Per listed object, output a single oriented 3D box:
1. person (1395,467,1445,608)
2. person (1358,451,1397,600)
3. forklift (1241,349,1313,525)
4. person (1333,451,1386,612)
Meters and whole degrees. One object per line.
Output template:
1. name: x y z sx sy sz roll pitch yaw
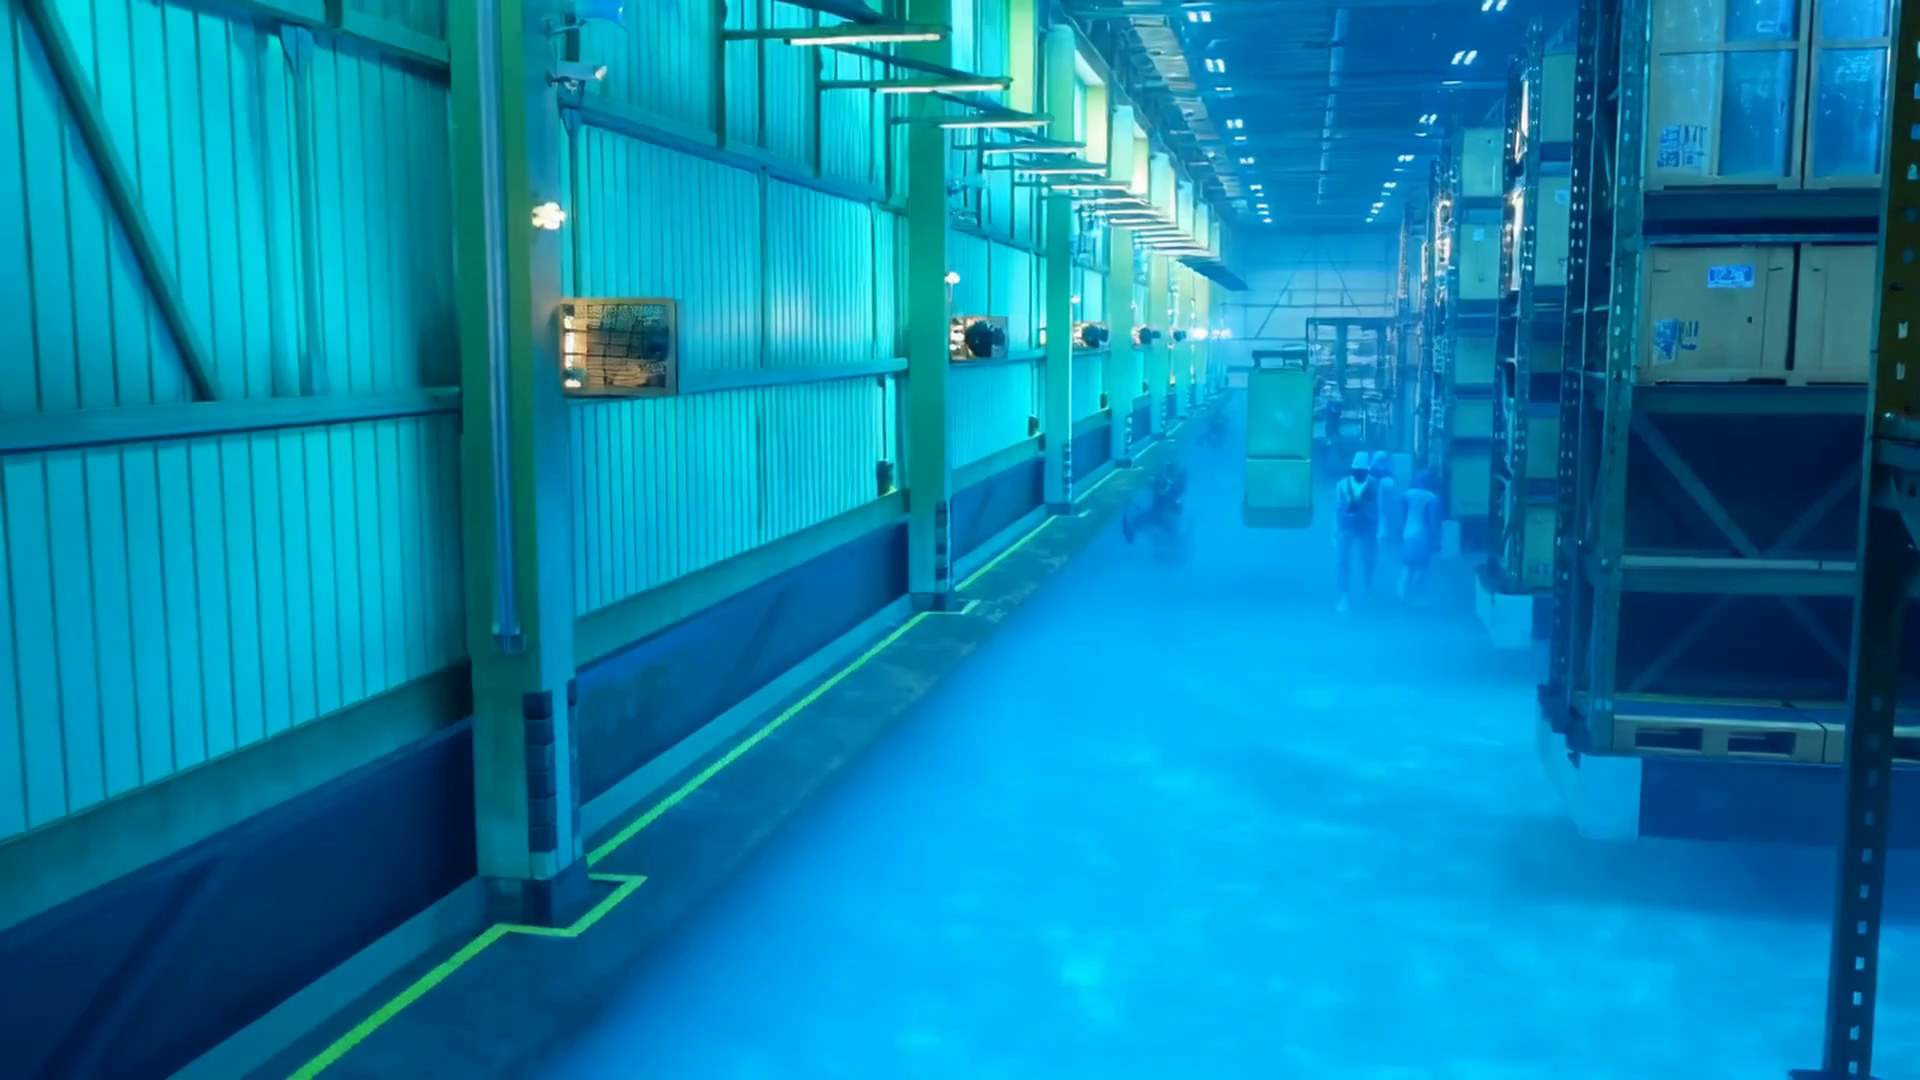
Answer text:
1. person: 5.134 -0.022 18.660 0.536 1.605 0.731 5 9 37
2. person: 4.822 -0.162 19.197 0.358 1.741 0.582 0 7 -2
3. forklift: 5.193 -1.705 27.040 1.129 2.768 1.873 1 7 12
4. person: 4.486 -0.115 18.668 0.599 1.800 0.831 3 8 25
